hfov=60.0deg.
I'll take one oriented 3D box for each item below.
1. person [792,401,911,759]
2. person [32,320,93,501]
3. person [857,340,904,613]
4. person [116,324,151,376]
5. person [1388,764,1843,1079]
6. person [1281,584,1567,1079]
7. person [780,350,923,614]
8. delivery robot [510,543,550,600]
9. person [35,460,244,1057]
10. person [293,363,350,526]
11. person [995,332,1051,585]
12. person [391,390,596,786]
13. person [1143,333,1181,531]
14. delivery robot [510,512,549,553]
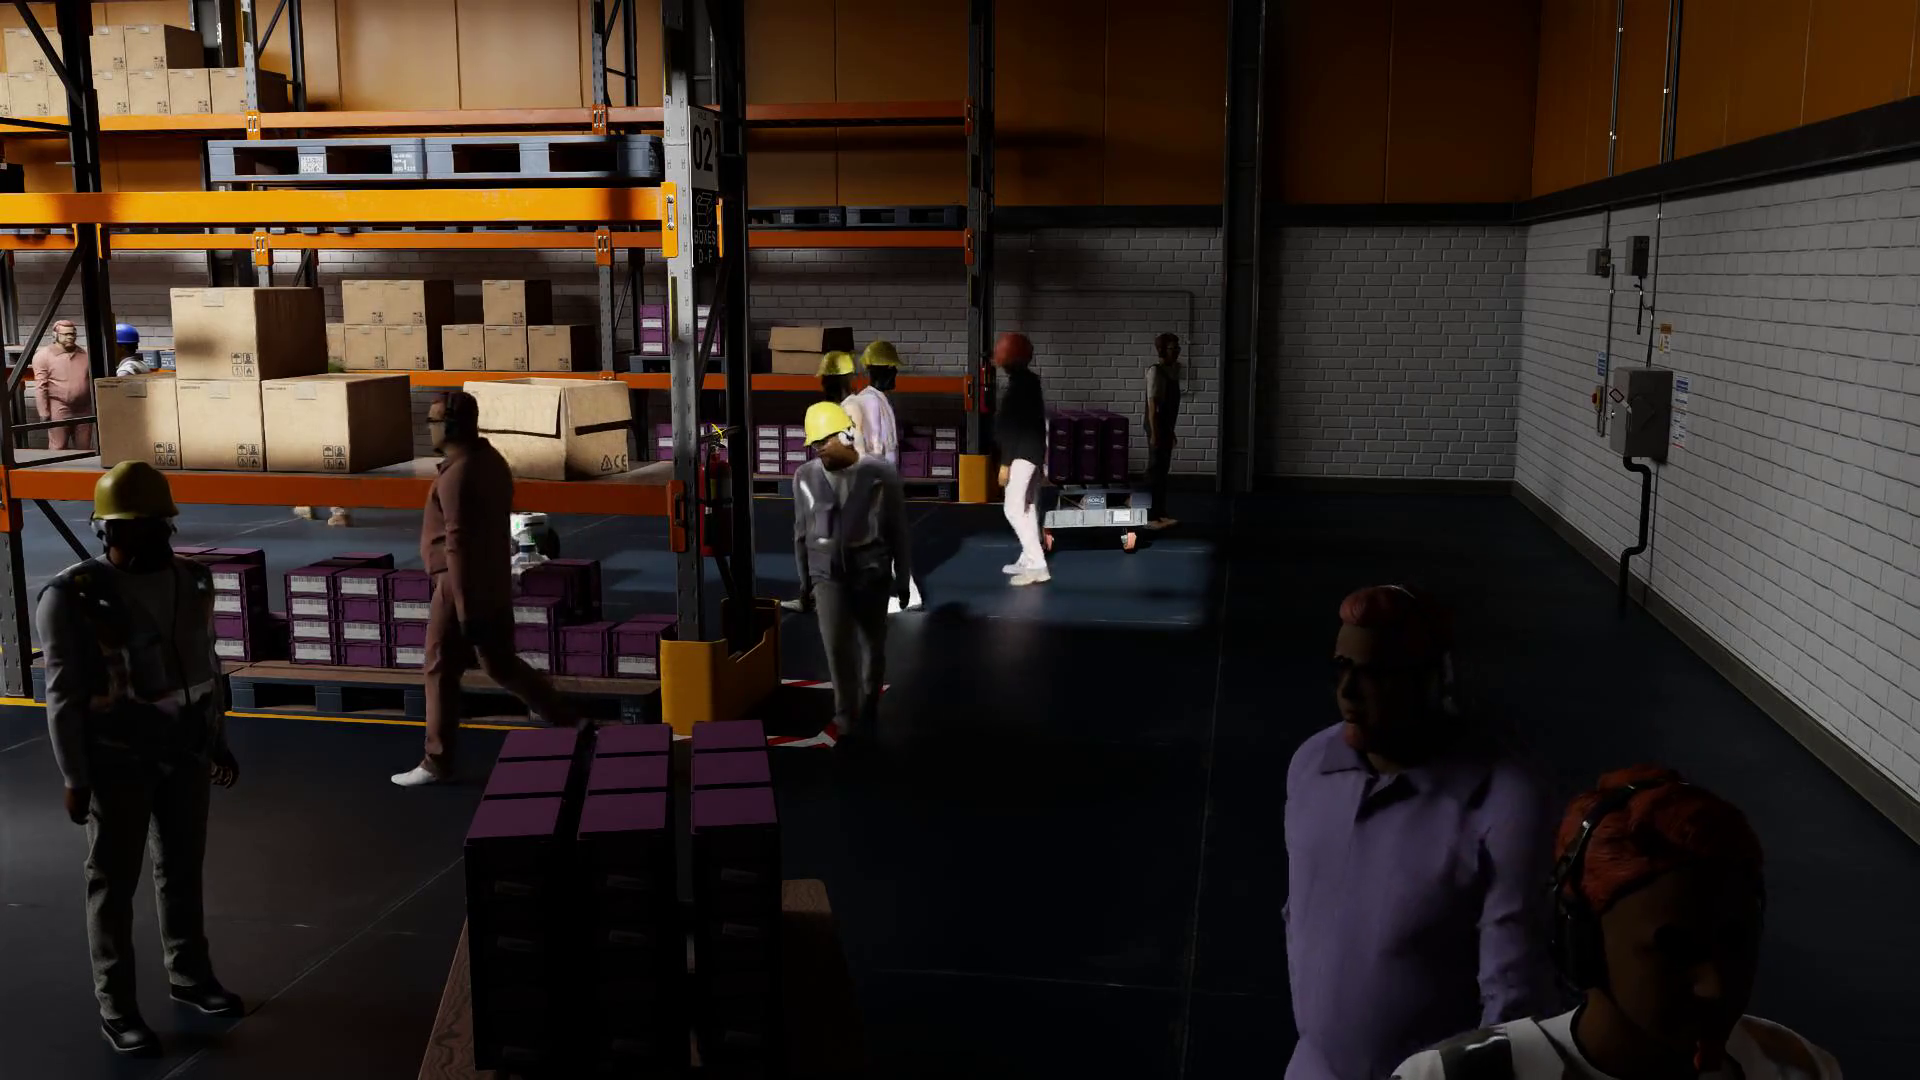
[{"bbox_3d":[-0.551,0.158,8.556,0.616,1.772,0.888,1,9,5],"label":"person"},{"bbox_3d":[-9.427,-1.373,17.627,0.402,1.904,0.652,6,11,34],"label":"person"},{"bbox_3d":[-0.574,-0.451,11.832,0.364,1.928,0.586,0,9,-2],"label":"person"},{"bbox_3d":[-7.434,-0.966,14.965,0.391,1.948,0.605,-2,9,-15],"label":"person"},{"bbox_3d":[0.721,1.175,1.884,0.580,1.883,0.349,-2,9,-13],"label":"person"},{"bbox_3d":[0.804,1.000,3.058,0.988,1.859,0.653,-7,12,-38],"label":"person"},{"bbox_3d":[-0.732,-0.389,11.651,1.012,1.869,0.599,0,9,2],"label":"person"},{"bbox_3d":[-2.947,0.261,11.370,0.477,0.478,0.707,-3,10,-18],"label":"delivery robot"},{"bbox_3d":[-2.535,0.662,5.215,0.403,1.835,0.586,5,10,29],"label":"person"},{"bbox_3d":[-6.146,-1.032,15.877,0.981,1.792,0.648,6,11,34],"label":"person"},{"bbox_3d":[0.527,-0.641,12.947,0.468,1.959,0.735,2,9,15],"label":"person"},{"bbox_3d":[-2.210,0.233,7.751,0.869,1.880,0.636,1,9,6],"label":"person"},{"bbox_3d":[1.903,-1.018,15.607,0.346,1.845,0.505,5,10,27],"label":"person"},{"bbox_3d":[-3.741,-0.137,13.840,0.707,0.478,0.477,9,12,42],"label":"delivery robot"}]
